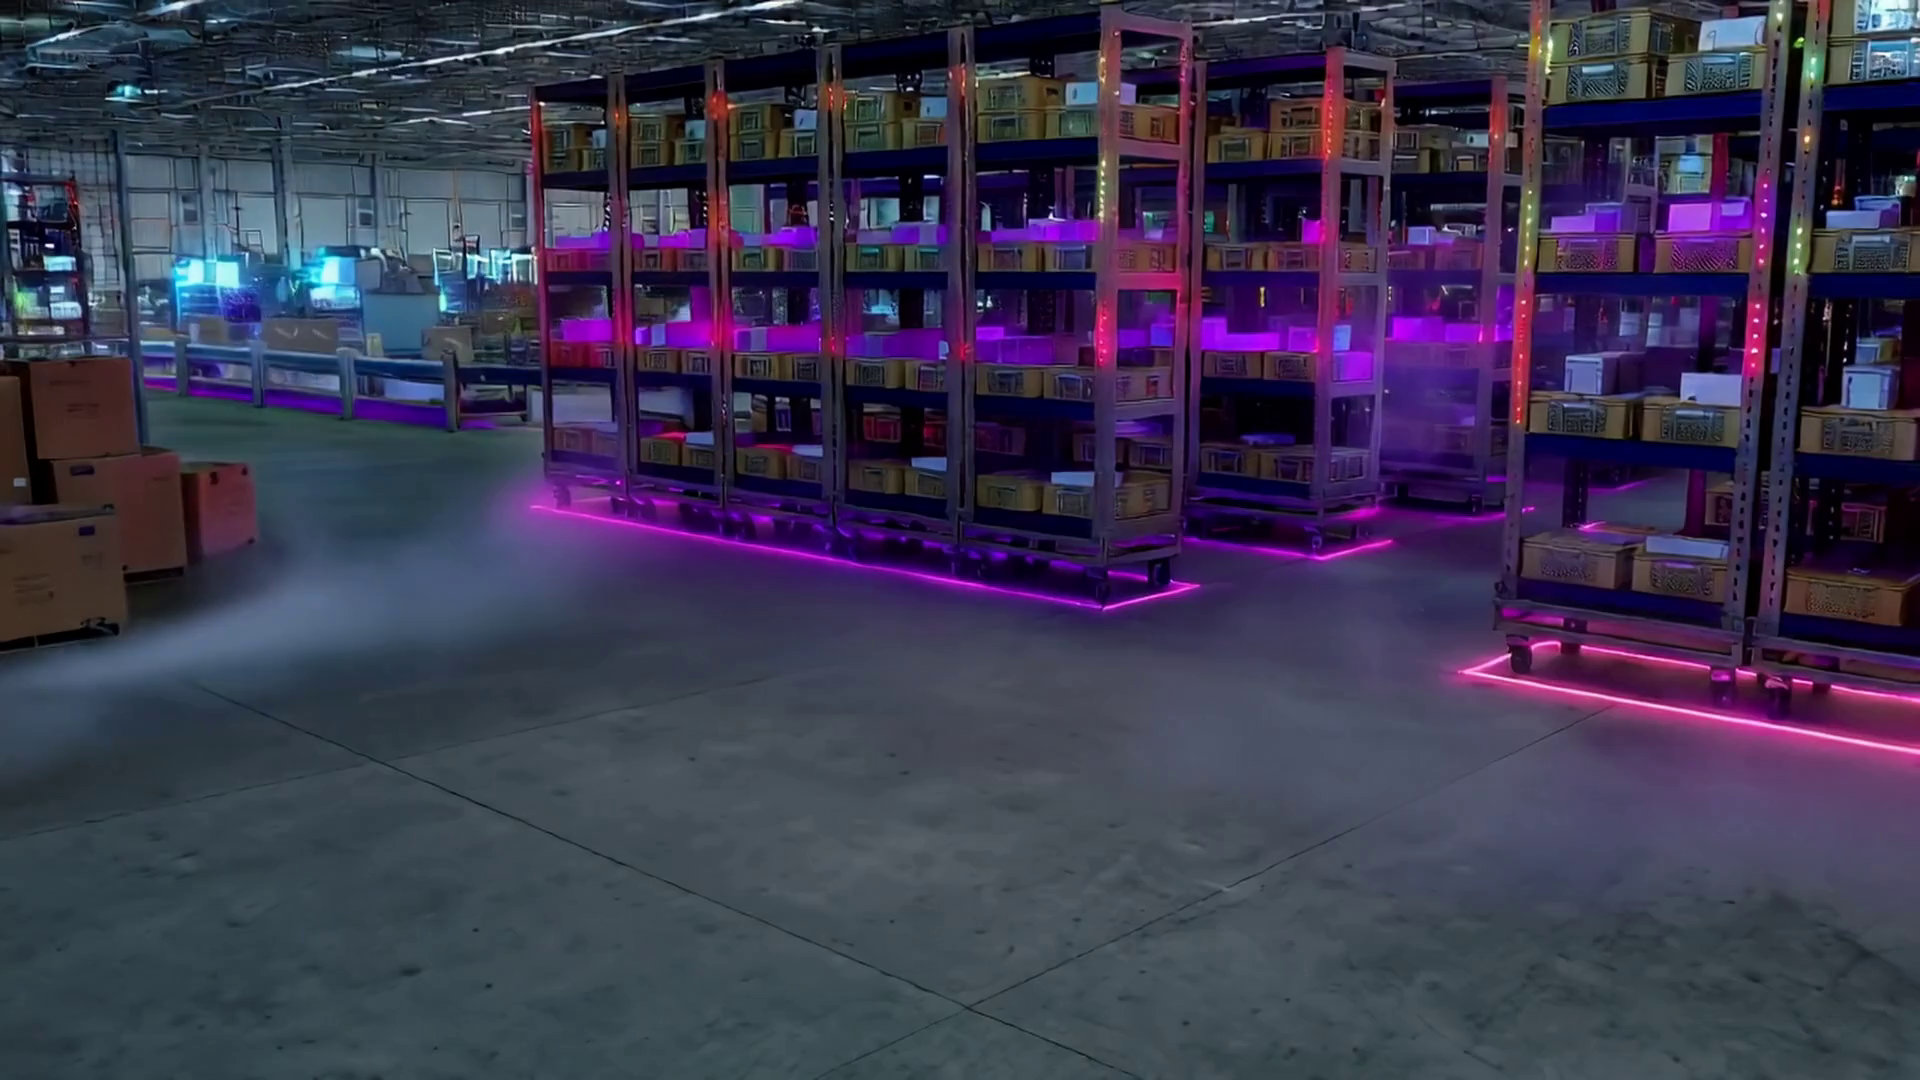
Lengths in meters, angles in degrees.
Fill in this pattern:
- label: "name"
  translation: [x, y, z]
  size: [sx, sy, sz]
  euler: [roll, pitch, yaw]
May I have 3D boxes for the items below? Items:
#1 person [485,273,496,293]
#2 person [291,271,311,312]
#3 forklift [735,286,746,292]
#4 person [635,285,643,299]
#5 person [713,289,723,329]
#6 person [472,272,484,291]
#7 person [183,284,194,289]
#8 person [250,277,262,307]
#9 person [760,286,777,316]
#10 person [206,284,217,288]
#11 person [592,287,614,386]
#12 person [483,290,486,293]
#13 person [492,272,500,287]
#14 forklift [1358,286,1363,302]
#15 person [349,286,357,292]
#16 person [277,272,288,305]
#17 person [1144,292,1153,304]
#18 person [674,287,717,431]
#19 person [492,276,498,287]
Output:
- label: "person"
  translation: [-21.281, -11.162, 75.492]
  size: [0.520, 1.865, 0.327]
  euler: [-3, 10, -17]
- label: "person"
  translation: [-24.586, -9.070, 62.123]
  size: [0.681, 2.000, 0.536]
  euler: [-4, 10, -23]
- label: "forklift"
  translation: [-9.951, -12.294, 79.319]
  size: [1.873, 2.768, 1.129]
  euler: [9, 13, 43]
- label: "person"
  translation: [-17.710, -13.778, 91.632]
  size: [0.426, 1.830, 0.501]
  euler: [-8, 12, -42]
- label: "person"
  translation: [-7.320, -7.081, 50.608]
  size: [0.571, 1.813, 0.627]
  euler: [9, 13, 44]
- label: "person"
  translation: [-22.321, -11.429, 76.904]
  size: [0.634, 1.936, 0.351]
  euler: [2, 9, 13]
- label: "person"
  translation: [-21.681, -6.565, 46.894]
  size: [0.694, 1.991, 0.643]
  euler: [-8, 12, -41]
- label: "person"
  translation: [-27.443, -9.392, 64.937]
  size: [0.524, 1.769, 0.315]
  euler: [4, 10, 21]
- label: "person"
  translation: [-5.575, -6.549, 47.792]
  size: [0.557, 1.656, 0.819]
  euler: [-9, 13, -44]
- label: "person"
  translation: [-37.085, -12.181, 82.349]
  size: [0.682, 1.675, 0.320]
  euler: [-1, 9, -6]
- label: "person"
  translation: [-6.232, -3.593, 29.415]
  size: [0.518, 1.757, 0.339]
  euler: [-5, 10, -26]
- label: "person"
  translation: [-26.394, -13.791, 91.502]
  size: [0.571, 1.912, 0.735]
  euler: [9, 13, 43]
- label: "person"
  translation: [-23.140, -12.362, 82.681]
  size: [0.588, 1.920, 0.392]
  euler: [0, 9, 2]
- label: "forklift"
  translation: [11.100, -7.017, 46.970]
  size: [1.873, 2.768, 1.129]
  euler: [9, 13, 43]
- label: "person"
  translation: [-30.297, -12.372, 83.079]
  size: [0.458, 1.814, 0.638]
  euler: [-5, 10, -27]
- label: "person"
  translation: [-23.451, -8.293, 57.570]
  size: [0.485, 1.980, 0.617]
  euler: [-2, 10, -14]
- label: "person"
  translation: [6.978, -8.886, 62.074]
  size: [0.465, 1.680, 0.553]
  euler: [7, 12, 39]
- label: "person"
  translation: [-2.890, -1.876, 18.441]
  size: [0.457, 1.893, 0.680]
  euler: [-6, 11, -34]
- label: "person"
  translation: [-21.974, -11.613, 78.621]
  size: [0.296, 1.743, 0.492]
  euler: [-8, 12, -41]
